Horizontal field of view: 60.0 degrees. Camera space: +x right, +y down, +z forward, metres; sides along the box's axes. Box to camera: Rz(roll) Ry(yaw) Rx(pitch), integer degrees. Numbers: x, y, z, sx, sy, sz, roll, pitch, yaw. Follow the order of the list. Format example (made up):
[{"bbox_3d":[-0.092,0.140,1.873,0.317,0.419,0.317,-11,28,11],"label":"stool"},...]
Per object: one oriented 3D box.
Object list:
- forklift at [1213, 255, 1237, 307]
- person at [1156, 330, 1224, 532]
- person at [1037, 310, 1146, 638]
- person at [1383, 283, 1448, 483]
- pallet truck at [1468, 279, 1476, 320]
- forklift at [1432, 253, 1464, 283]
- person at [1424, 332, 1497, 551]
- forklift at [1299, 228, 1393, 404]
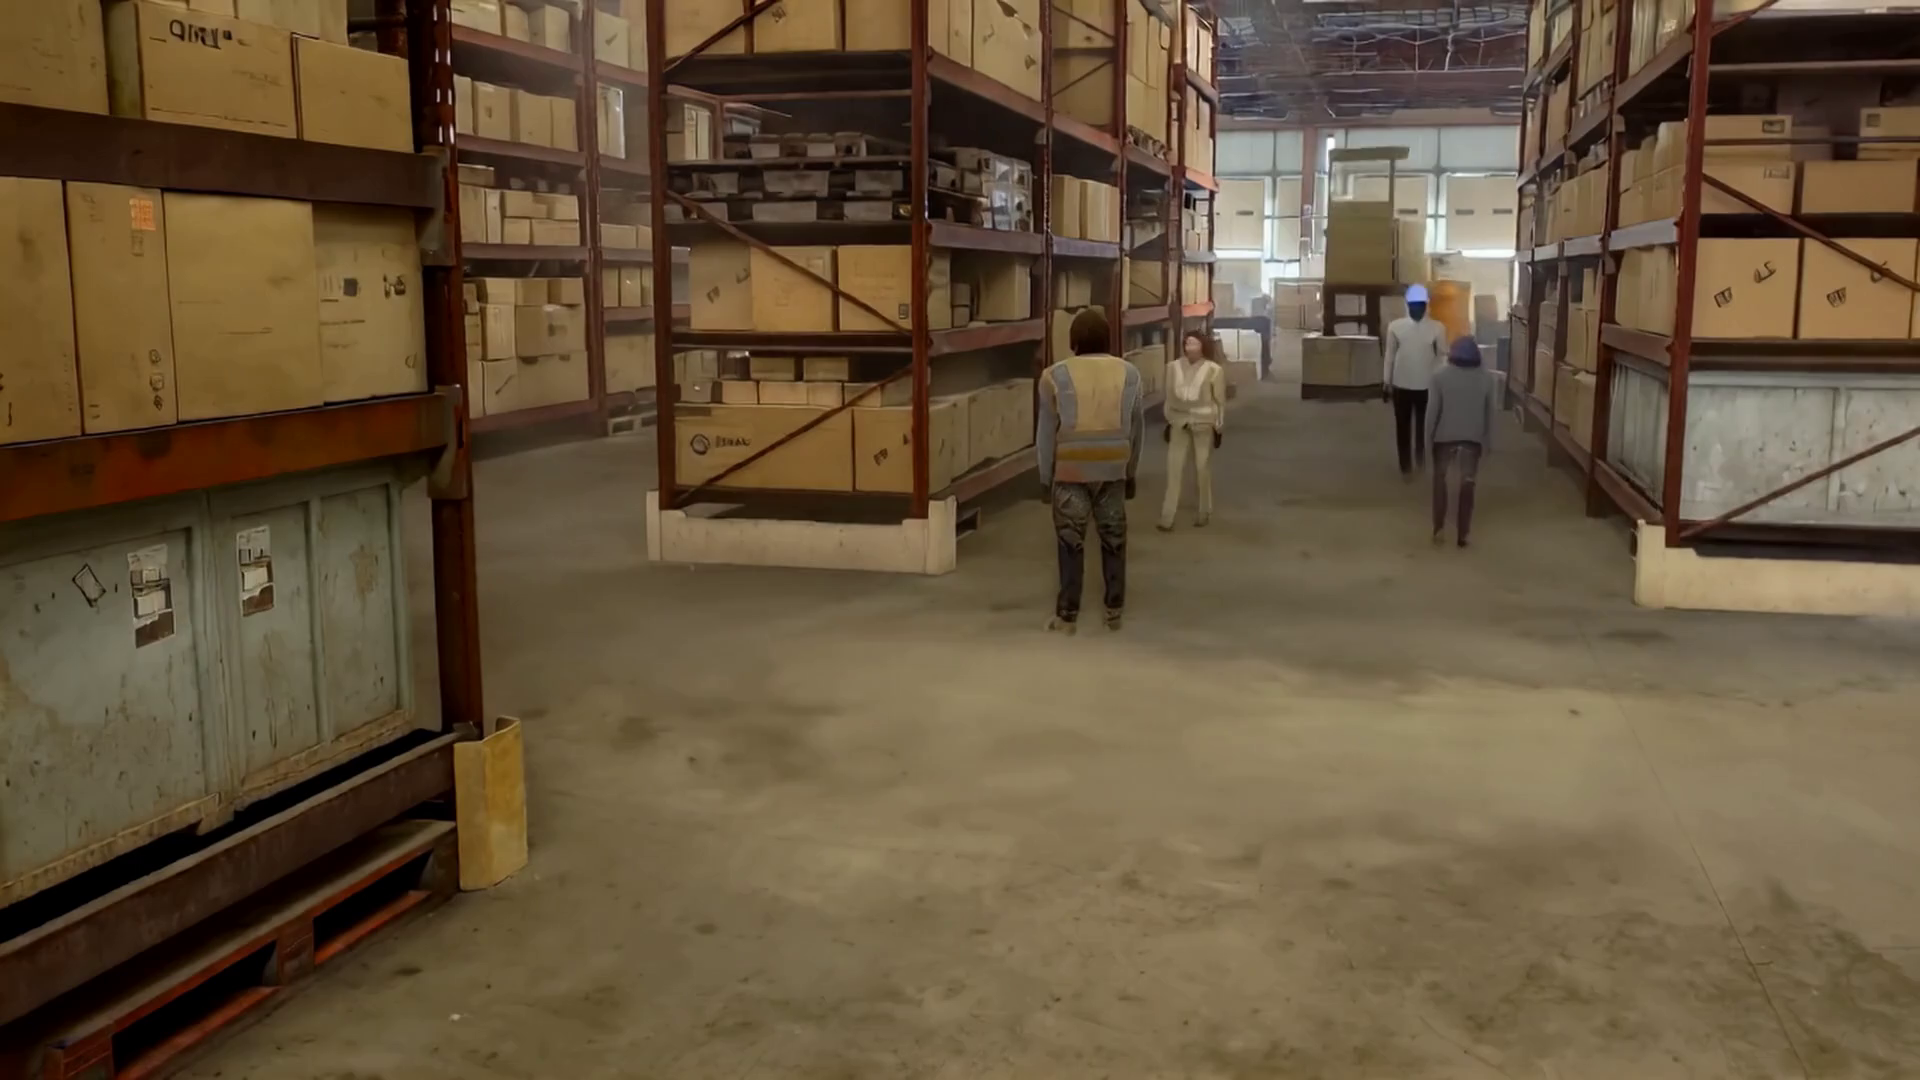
[{"bbox_3d":[8.572,-8.457,57.503,1.873,2.768,1.129,-4,10,-26],"label":"forklift"},{"bbox_3d":[1.830,-0.857,13.215,0.541,1.602,0.705,5,10,27],"label":"person"},{"bbox_3d":[0.723,-0.366,9.392,0.625,1.844,0.429,-2,9,-15],"label":"person"},{"bbox_3d":[4.525,-1.563,16.566,0.619,1.976,0.643,3,9,16],"label":"person"},{"bbox_3d":[18.896,-8.459,60.307,1.885,1.965,0.823,5,10,31],"label":"pallet truck"},{"bbox_3d":[15.323,-7.665,52.470,1.129,2.768,1.873,-2,9,-14],"label":"forklift"},{"bbox_3d":[3.719,-0.727,12.381,0.502,1.625,0.386,3,10,20],"label":"person"},{"bbox_3d":[6.367,-3.677,27.134,1.129,2.768,1.873,5,10,30],"label":"forklift"}]
